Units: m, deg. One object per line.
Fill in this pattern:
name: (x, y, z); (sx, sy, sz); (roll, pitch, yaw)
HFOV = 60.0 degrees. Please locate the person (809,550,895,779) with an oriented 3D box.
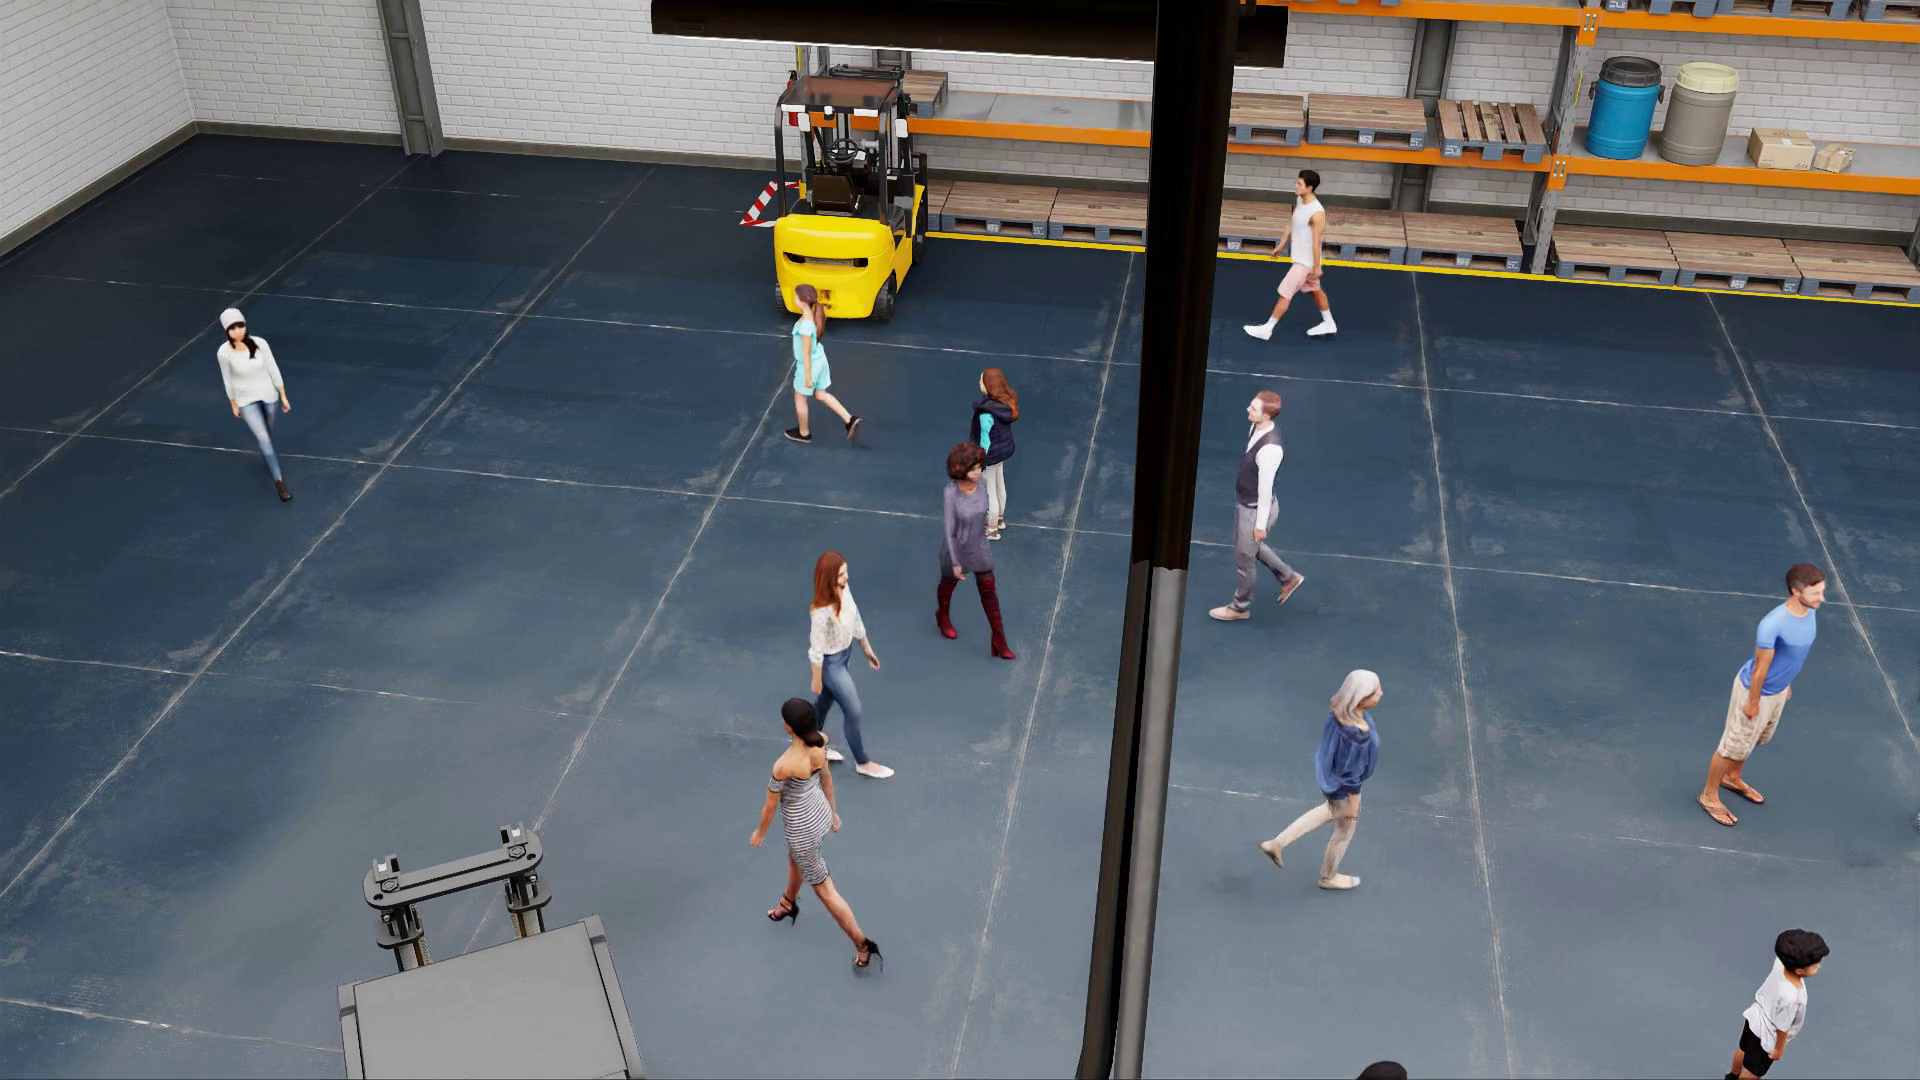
person: (-0.900, 0.777, 10.785); (0.903, 1.702, 0.628); (9, 35, 13)

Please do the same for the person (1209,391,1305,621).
person: (2.248, -0.235, 12.114); (0.955, 1.918, 0.723); (2, 34, 2)

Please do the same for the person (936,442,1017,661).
person: (-0.029, 0.039, 11.916); (1.009, 1.681, 1.067); (-21, 39, -28)

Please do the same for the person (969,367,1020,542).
person: (0.257, -0.695, 13.182); (0.634, 1.500, 0.619); (12, 35, 18)

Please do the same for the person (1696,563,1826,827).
person: (5.042, 0.916, 10.432); (0.741, 1.862, 0.799); (-22, 39, -29)

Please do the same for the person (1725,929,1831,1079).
person: (4.196, 2.488, 8.613); (0.482, 1.257, 0.473); (6, 34, 9)

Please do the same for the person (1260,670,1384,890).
person: (2.153, 1.437, 9.812); (0.929, 1.681, 0.758); (-3, 34, -5)

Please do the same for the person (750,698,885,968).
person: (-0.771, 1.695, 9.334); (1.137, 1.780, 0.814); (16, 37, 23)

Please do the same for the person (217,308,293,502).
person: (-5.858, -1.189, 13.836); (1.045, 1.601, 1.142); (-24, 40, -31)

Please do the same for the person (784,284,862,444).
person: (-1.215, -1.499, 14.353); (0.973, 1.545, 0.653); (10, 35, 15)

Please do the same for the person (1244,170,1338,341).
person: (3.407, -2.700, 15.991); (1.214, 1.731, 0.773); (-1, 34, -1)
